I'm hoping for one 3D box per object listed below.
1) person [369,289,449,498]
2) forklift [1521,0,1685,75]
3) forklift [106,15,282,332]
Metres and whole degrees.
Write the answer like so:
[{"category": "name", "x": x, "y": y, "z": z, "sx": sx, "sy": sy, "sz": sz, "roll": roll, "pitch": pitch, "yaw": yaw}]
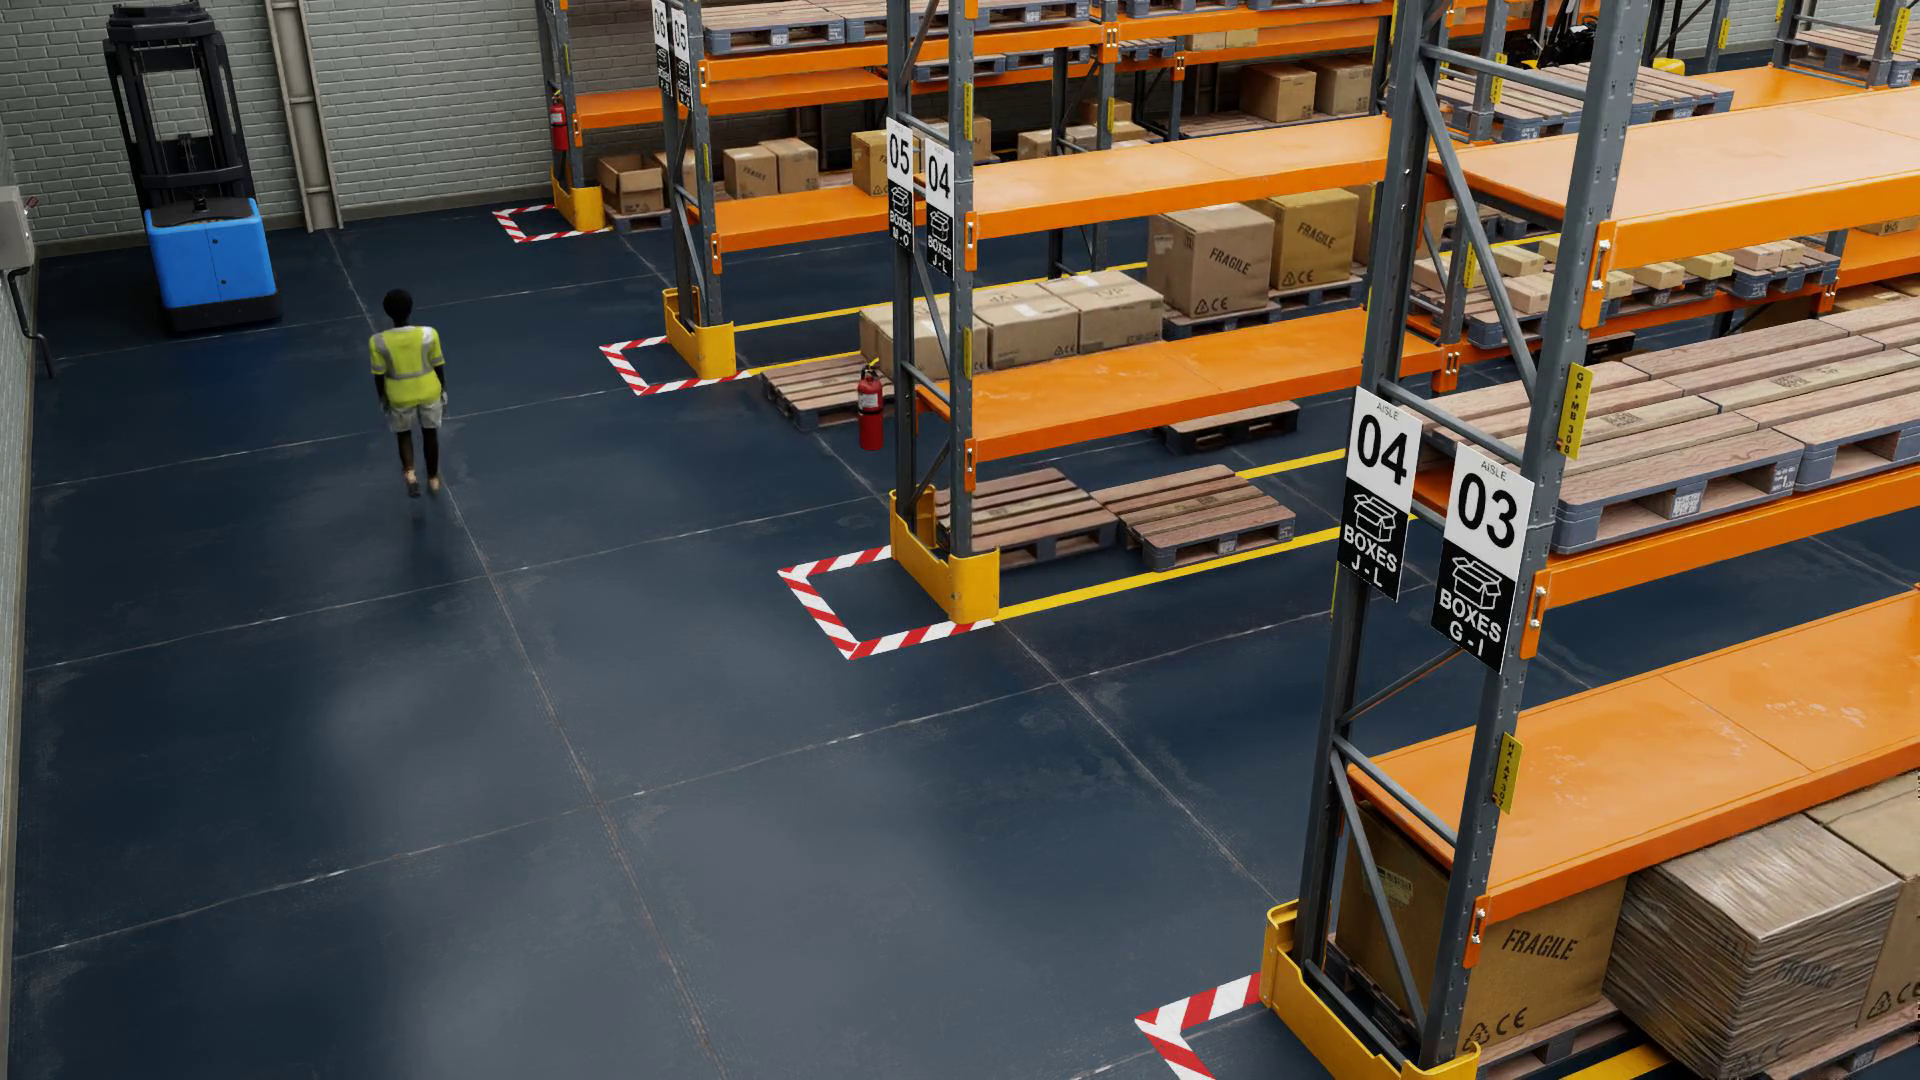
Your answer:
[{"category": "person", "x": -4.153, "y": -1.081, "z": 12.637, "sx": 0.538, "sy": 1.682, "sz": 0.482, "roll": -8, "pitch": 29, "yaw": -15}, {"category": "forklift", "x": 8.950, "y": -6.807, "z": 23.056, "sx": 1.214, "sy": 2.155, "sz": 2.313, "roll": -12, "pitch": 30, "yaw": -22}, {"category": "forklift", "x": -7.548, "y": -3.672, "z": 16.323, "sx": 1.129, "sy": 2.768, "sz": 1.873, "roll": -12, "pitch": 30, "yaw": -22}]
